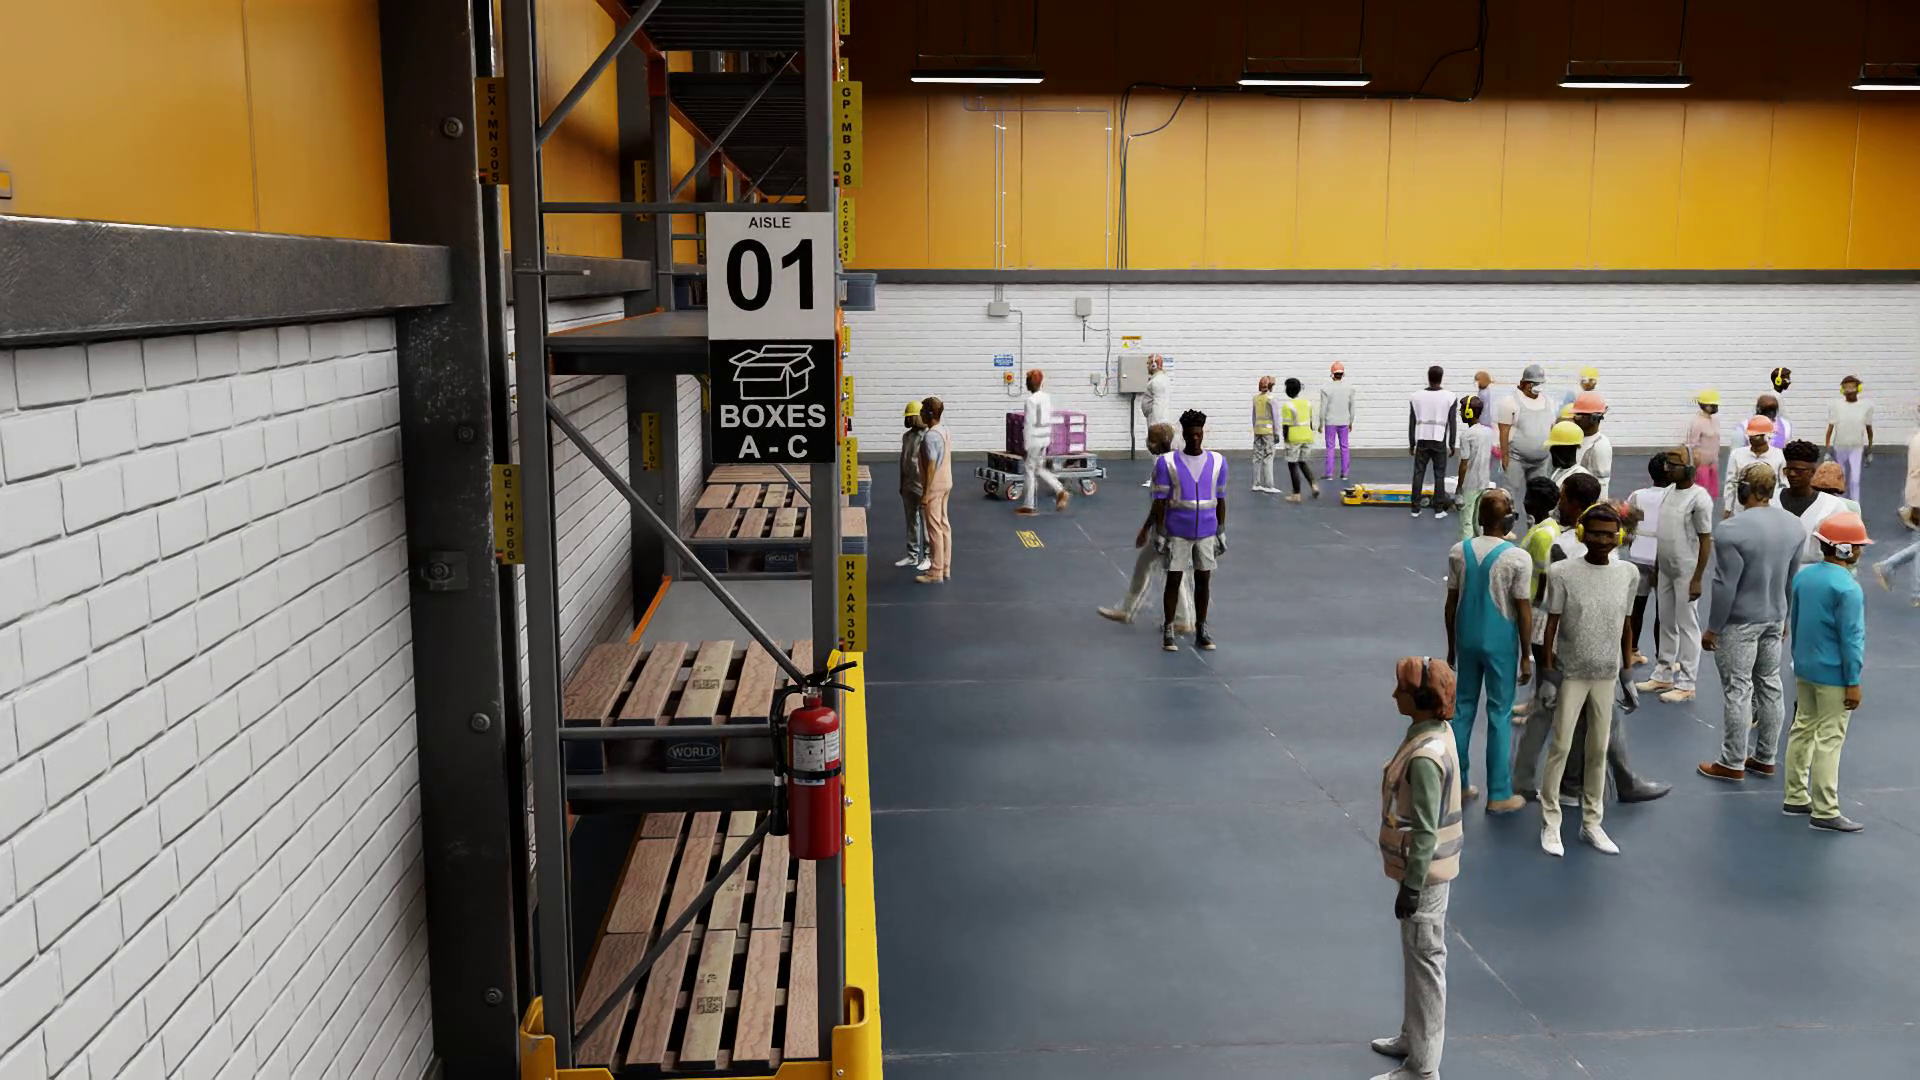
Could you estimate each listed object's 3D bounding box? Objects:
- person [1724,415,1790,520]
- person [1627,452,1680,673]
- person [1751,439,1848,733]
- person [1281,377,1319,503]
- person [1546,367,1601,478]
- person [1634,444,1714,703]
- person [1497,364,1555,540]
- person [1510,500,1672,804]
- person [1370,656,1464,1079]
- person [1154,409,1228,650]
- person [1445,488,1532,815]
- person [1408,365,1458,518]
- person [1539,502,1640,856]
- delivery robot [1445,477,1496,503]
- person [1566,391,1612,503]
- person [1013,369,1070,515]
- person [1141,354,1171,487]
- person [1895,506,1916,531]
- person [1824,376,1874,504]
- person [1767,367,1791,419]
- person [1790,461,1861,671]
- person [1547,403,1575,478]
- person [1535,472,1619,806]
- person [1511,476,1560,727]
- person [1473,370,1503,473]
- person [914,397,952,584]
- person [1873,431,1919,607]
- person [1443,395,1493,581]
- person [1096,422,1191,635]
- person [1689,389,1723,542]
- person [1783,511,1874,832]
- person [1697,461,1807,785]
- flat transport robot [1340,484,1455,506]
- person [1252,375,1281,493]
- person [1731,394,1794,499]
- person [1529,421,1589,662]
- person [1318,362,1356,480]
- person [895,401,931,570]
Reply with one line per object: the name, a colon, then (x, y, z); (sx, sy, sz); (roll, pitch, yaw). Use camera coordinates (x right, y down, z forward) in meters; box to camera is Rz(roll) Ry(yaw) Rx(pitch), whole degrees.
person: (7.383, -0.290, 15.445); (0.568, 1.747, 0.339); (8, 12, 39)
person: (5.337, 0.170, 12.739); (0.320, 1.693, 0.531); (-5, 10, -30)
person: (5.506, 0.309, 11.010); (0.605, 1.966, 0.373); (8, 12, 42)
person: (4.510, -1.327, 22.174); (0.540, 1.674, 0.455); (-6, 11, -34)
person: (8.753, -1.606, 23.735); (0.596, 1.758, 0.994); (-8, 12, -43)
person: (5.112, 0.236, 11.842); (0.348, 1.847, 0.505); (-2, 9, -11)
person: (6.521, -1.011, 19.067); (0.683, 2.000, 0.536); (-2, 9, -12)
person: (3.588, 0.654, 9.420); (0.931, 1.778, 0.552); (-2, 9, -14)
person: (1.716, 1.235, 6.216); (0.307, 1.641, 0.511); (3, 9, 16)
person: (1.869, -0.082, 13.461); (0.614, 1.964, 0.361); (-1, 9, -8)
person: (2.989, 0.625, 9.409); (0.328, 1.842, 0.516); (-8, 12, -42)
person: (5.915, -1.230, 20.880); (0.591, 1.908, 0.399); (5, 10, 28)
person: (3.297, 0.726, 8.705); (0.521, 1.869, 0.327); (-1, 9, -3)
delivery robot: (6.481, -0.660, 21.217); (0.477, 0.478, 0.707); (-5, 10, -29)
person: (5.366, -0.256, 14.315); (0.371, 2.044, 0.608); (0, 9, 1)
person: (1.006, -1.216, 20.906); (0.654, 1.864, 0.583); (5, 11, 30)
person: (2.800, -1.707, 23.878); (0.400, 1.899, 0.645); (3, 9, 17)
person: (11.488, -1.026, 19.341); (0.892, 2.002, 0.623); (6, 11, 31)
person: (10.662, -1.040, 19.938); (0.527, 1.817, 0.935); (5, 10, 29)
person: (10.392, -1.266, 21.214); (0.313, 1.866, 0.538); (4, 10, 23)
person: (6.560, 0.213, 12.655); (0.497, 1.633, 0.285); (7, 11, 36)
person: (6.169, -0.521, 16.926); (0.308, 1.741, 0.494); (-2, 9, -12)
person: (3.536, 0.567, 9.540); (0.592, 1.919, 0.392); (-9, 13, -44)
person: (3.891, 0.415, 11.187); (0.322, 1.697, 0.532); (3, 10, 19)
person: (7.925, -1.748, 25.000); (0.565, 1.612, 0.528); (2, 9, 12)
person: (-0.259, -0.487, 16.386); (0.344, 1.847, 0.504); (3, 10, 20)
person: (8.783, -0.365, 15.220); (0.624, 1.977, 0.676); (-7, 11, -37)
person: (5.038, -0.493, 16.393); (0.509, 1.860, 0.334); (-8, 12, -39)
person: (1.567, -0.092, 14.032); (0.872, 1.807, 0.513); (1, 9, 4)
person: (8.489, -0.872, 19.093); (0.535, 1.746, 0.540); (-7, 11, -36)
person: (4.789, 0.711, 9.148); (0.327, 1.752, 0.561); (-1, 9, -4)
person: (4.713, 0.494, 9.935); (0.627, 1.941, 0.370); (-3, 10, -20)
flat transport robot: (5.800, -0.605, 22.052); (1.431, 0.197, 0.652); (1, 9, 8)
person: (4.267, -1.472, 23.218); (0.307, 1.641, 0.513); (-6, 11, -32)
person: (8.274, -0.602, 17.167); (0.659, 1.823, 0.436); (0, 9, 0)
person: (4.618, 0.049, 12.758); (0.361, 1.929, 0.587); (1, 9, 4)
person: (5.582, -1.765, 24.691); (0.563, 1.752, 0.327); (-2, 9, -11)
person: (-0.457, -0.566, 17.199); (0.295, 1.743, 0.493); (-9, 13, -44)
